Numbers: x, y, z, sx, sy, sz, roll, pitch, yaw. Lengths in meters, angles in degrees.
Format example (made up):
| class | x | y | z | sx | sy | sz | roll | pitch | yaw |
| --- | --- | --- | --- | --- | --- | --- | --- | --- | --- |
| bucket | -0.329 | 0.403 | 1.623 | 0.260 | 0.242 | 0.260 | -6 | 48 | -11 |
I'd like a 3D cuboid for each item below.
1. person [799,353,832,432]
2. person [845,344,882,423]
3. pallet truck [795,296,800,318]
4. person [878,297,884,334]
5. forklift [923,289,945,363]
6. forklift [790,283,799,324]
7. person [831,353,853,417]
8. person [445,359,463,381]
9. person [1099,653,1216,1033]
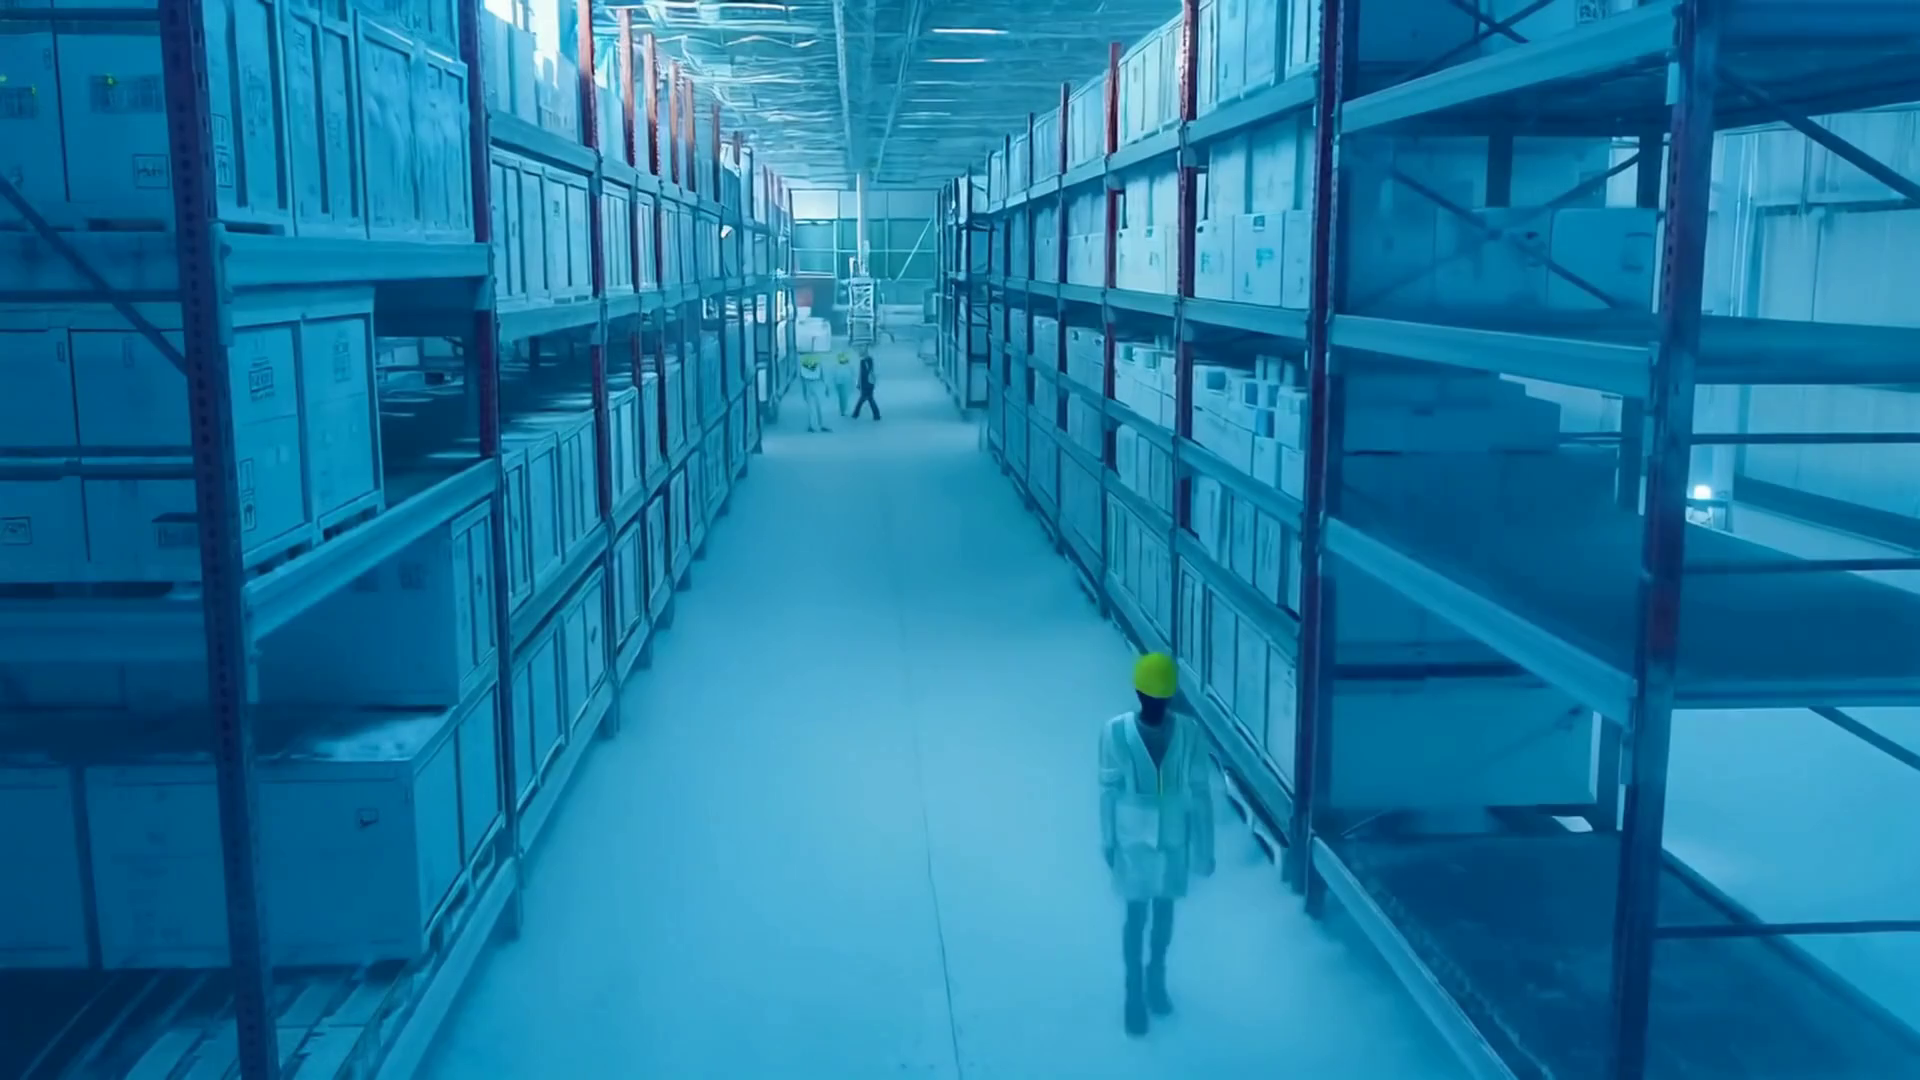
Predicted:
| class | x | y | z | sx | sy | sz | roll | pitch | yaw |
| --- | --- | --- | --- | --- | --- | --- | --- | --- | --- |
| person | -3.239 | -3.318 | 37.513 | 0.740 | 1.808 | 0.400 | -1 | 10 | -3 |
| person | -2.316 | -3.738 | 39.789 | 1.017 | 1.868 | 0.609 | 3 | 10 | 17 |
| pallet truck | -8.622 | -12.439 | 91.403 | 1.885 | 1.965 | 0.823 | 2 | 10 | 13 |
| person | -4.235 | -12.042 | 89.209 | 0.372 | 1.940 | 0.627 | -1 | 10 | -3 |
| forklift | -0.826 | -8.165 | 63.243 | 1.129 | 2.768 | 1.873 | -1 | 10 | -3 |
| forklift | -8.500 | -11.132 | 80.964 | 1.129 | 2.768 | 1.873 | -6 | 11 | -30 |
| person | -2.934 | -3.874 | 41.475 | 0.528 | 1.590 | 0.856 | 3 | 10 | 15 |
| person | -9.583 | -2.498 | 32.058 | 0.636 | 1.981 | 1.070 | -2 | 10 | -12 |
| person | 0.992 | 1.509 | 8.350 | 0.560 | 1.914 | 0.683 | -1 | 10 | -5 |
